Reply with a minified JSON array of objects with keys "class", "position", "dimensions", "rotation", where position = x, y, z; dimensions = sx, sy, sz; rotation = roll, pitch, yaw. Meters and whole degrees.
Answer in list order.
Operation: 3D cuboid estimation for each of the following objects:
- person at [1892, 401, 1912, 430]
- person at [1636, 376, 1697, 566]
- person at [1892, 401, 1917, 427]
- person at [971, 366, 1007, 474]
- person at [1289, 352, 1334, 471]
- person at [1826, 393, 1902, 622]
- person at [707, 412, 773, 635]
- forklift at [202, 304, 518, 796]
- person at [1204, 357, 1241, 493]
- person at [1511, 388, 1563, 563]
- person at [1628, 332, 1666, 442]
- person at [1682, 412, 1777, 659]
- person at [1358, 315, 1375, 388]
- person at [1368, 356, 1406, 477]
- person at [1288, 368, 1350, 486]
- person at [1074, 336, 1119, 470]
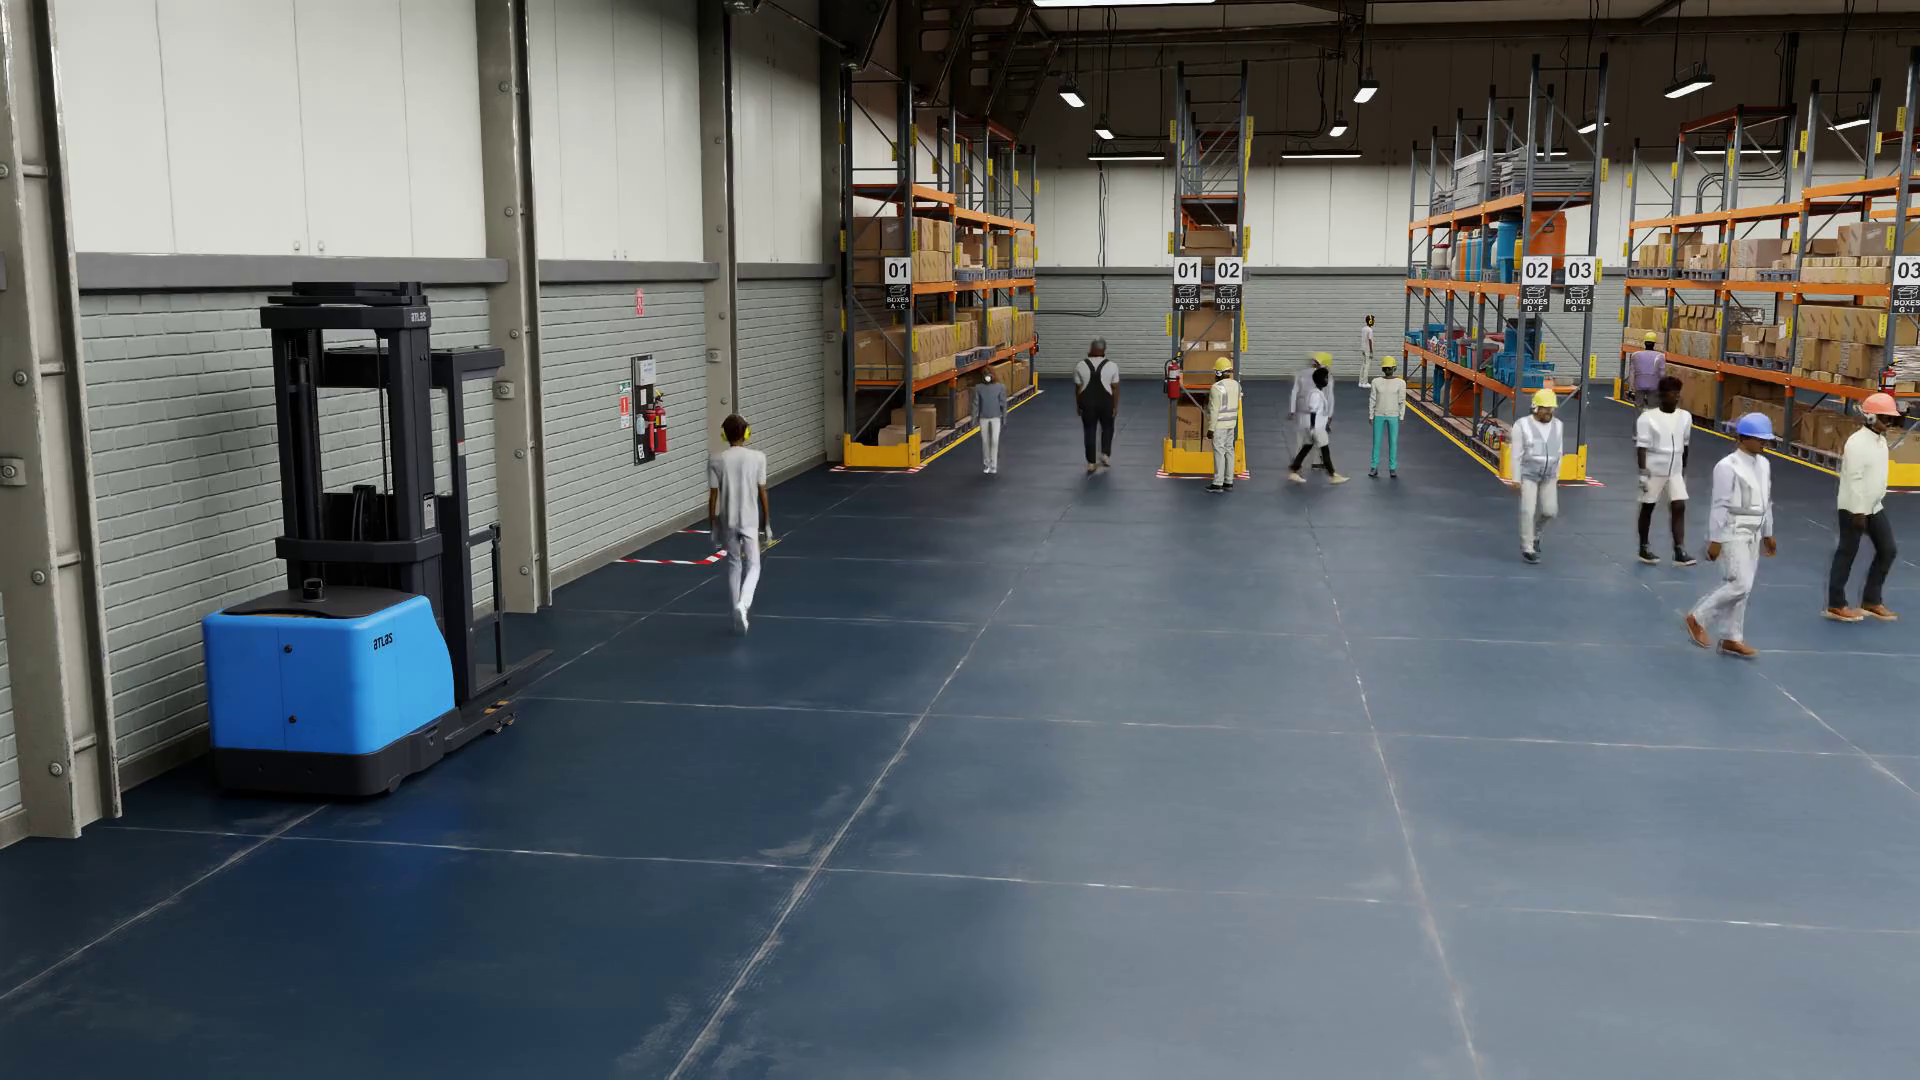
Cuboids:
[{"class":"person","position":[16.673,-2.697,29.360],"dimensions":[0.570,1.919,0.649],"rotation":[3,10,17]},{"class":"person","position":[7.212,-0.684,16.891],"dimensions":[0.639,1.932,0.869],"rotation":[-1,9,-8]},{"class":"person","position":[15.522,-2.454,27.533],"dimensions":[0.644,2.028,0.421],"rotation":[2,9,12]},{"class":"person","position":[0.414,-1.759,24.558],"dimensions":[0.521,1.602,0.770],"rotation":[2,9,11]},{"class":"person","position":[5.306,-1.930,25.074],"dimensions":[0.662,1.783,0.407],"rotation":[3,10,18]},{"class":"person","position":[7.768,-0.262,14.172],"dimensions":[0.637,1.968,0.664],"rotation":[-6,11,-33]},{"class":"person","position":[-1.815,-0.118,13.679],"dimensions":[0.538,1.851,0.695],"rotation":[1,9,4]},{"class":"forklift","position":[-3.673,-0.038,10.147],"dimensions":[1.129,2.768,1.873],"rotation":[1,9,9]},{"class":"person","position":[3.574,-1.576,22.723],"dimensions":[0.403,1.833,0.590],"rotation":[8,12,42]},{"class":"person","position":[5.966,-0.673,17.217],"dimensions":[0.588,1.810,0.467],"rotation":[-1,9,-8]},{"class":"person","position":[12.110,-2.694,29.328],"dimensions":[0.595,1.925,0.374],"rotation":[5,11,29]},{"class":"person","position":[6.062,-0.039,12.970],"dimensions":[0.608,1.925,0.499],"rotation":[-7,12,-38]},{"class":"person","position":[10.564,-4.890,43.093],"dimensions":[0.325,1.865,0.517],"rotation":[-2,9,-10]},{"class":"person","position":[6.259,-1.813,24.396],"dimensions":[0.522,1.769,0.312],"rotation":[3,10,20]},{"class":"person","position":[5.033,-1.588,23.342],"dimensions":[0.868,1.649,0.541],"rotation":[2,9,14]},{"class":"person","position":[2.078,-2.064,25.226],"dimensions":[0.685,2.000,0.539],"rotation":[2,9,12]}]
